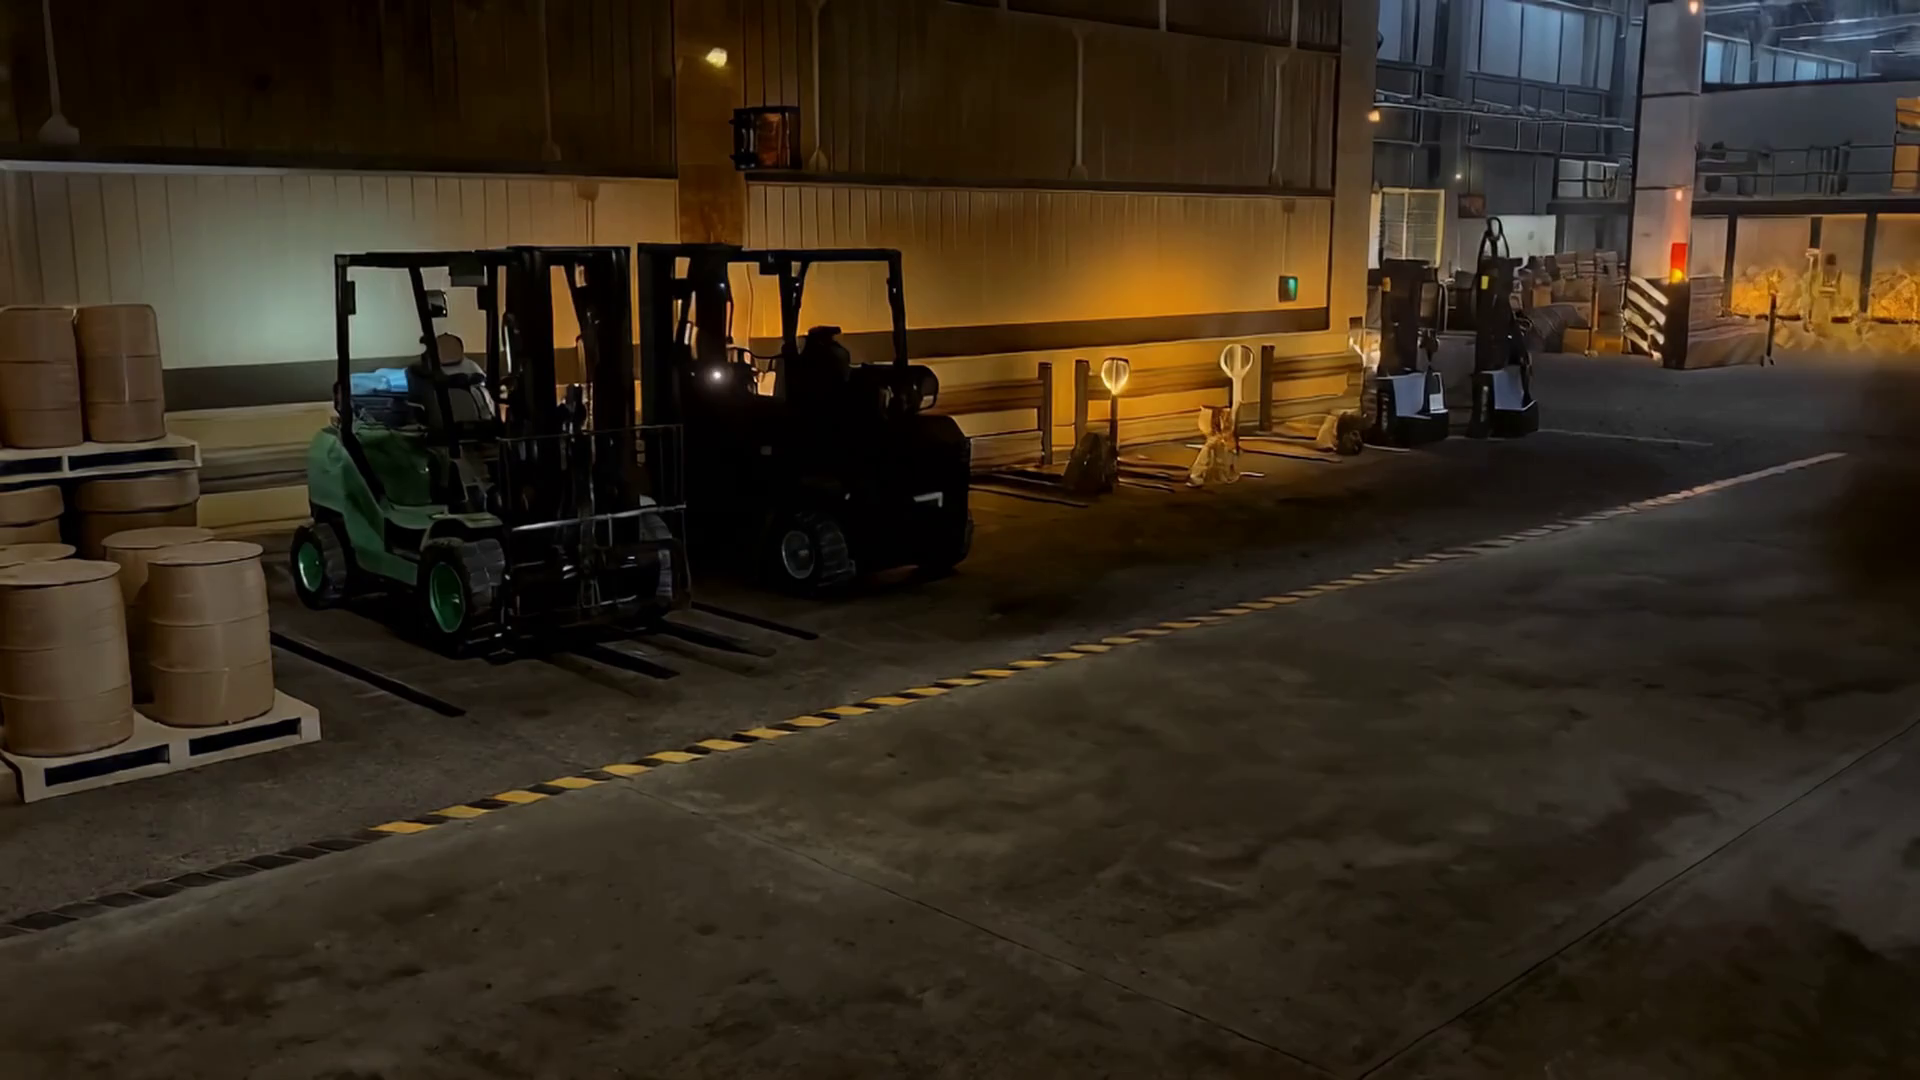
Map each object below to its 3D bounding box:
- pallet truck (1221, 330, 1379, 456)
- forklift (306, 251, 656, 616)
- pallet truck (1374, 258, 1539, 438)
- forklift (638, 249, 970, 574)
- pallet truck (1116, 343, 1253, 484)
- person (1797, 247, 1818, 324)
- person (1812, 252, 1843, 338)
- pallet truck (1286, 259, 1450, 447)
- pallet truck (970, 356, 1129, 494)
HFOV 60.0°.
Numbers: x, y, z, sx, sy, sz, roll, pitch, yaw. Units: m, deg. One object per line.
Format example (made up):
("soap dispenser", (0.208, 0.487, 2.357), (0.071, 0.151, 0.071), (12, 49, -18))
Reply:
("pallet truck", (3.563, -1.581, 17.381), (0.653, 1.274, 1.630), (-10, 14, -44))
("forklift", (-2.833, -0.669, 9.694), (1.157, 1.987, 2.680), (-10, 14, -44))
("pallet truck", (5.704, -2.208, 18.901), (1.885, 1.965, 0.823), (10, 14, 43))
("forklift", (-1.173, -0.958, 11.239), (2.680, 1.987, 1.157), (10, 14, 43))
("pallet truck", (1.962, -1.215, 15.415), (1.522, 1.261, 0.704), (10, 14, 43))
("person", (21.542, -6.459, 42.275), (0.370, 1.927, 0.588), (2, 11, 13))
("person", (18.869, -5.321, 36.230), (0.604, 1.864, 0.422), (2, 10, 8))
("pallet truck", (4.493, -2.078, 18.196), (0.823, 1.965, 1.885), (-9, 14, -40))
("pallet truck", (0.784, -1.085, 14.876), (0.680, 1.201, 1.601), (-10, 14, -44))
